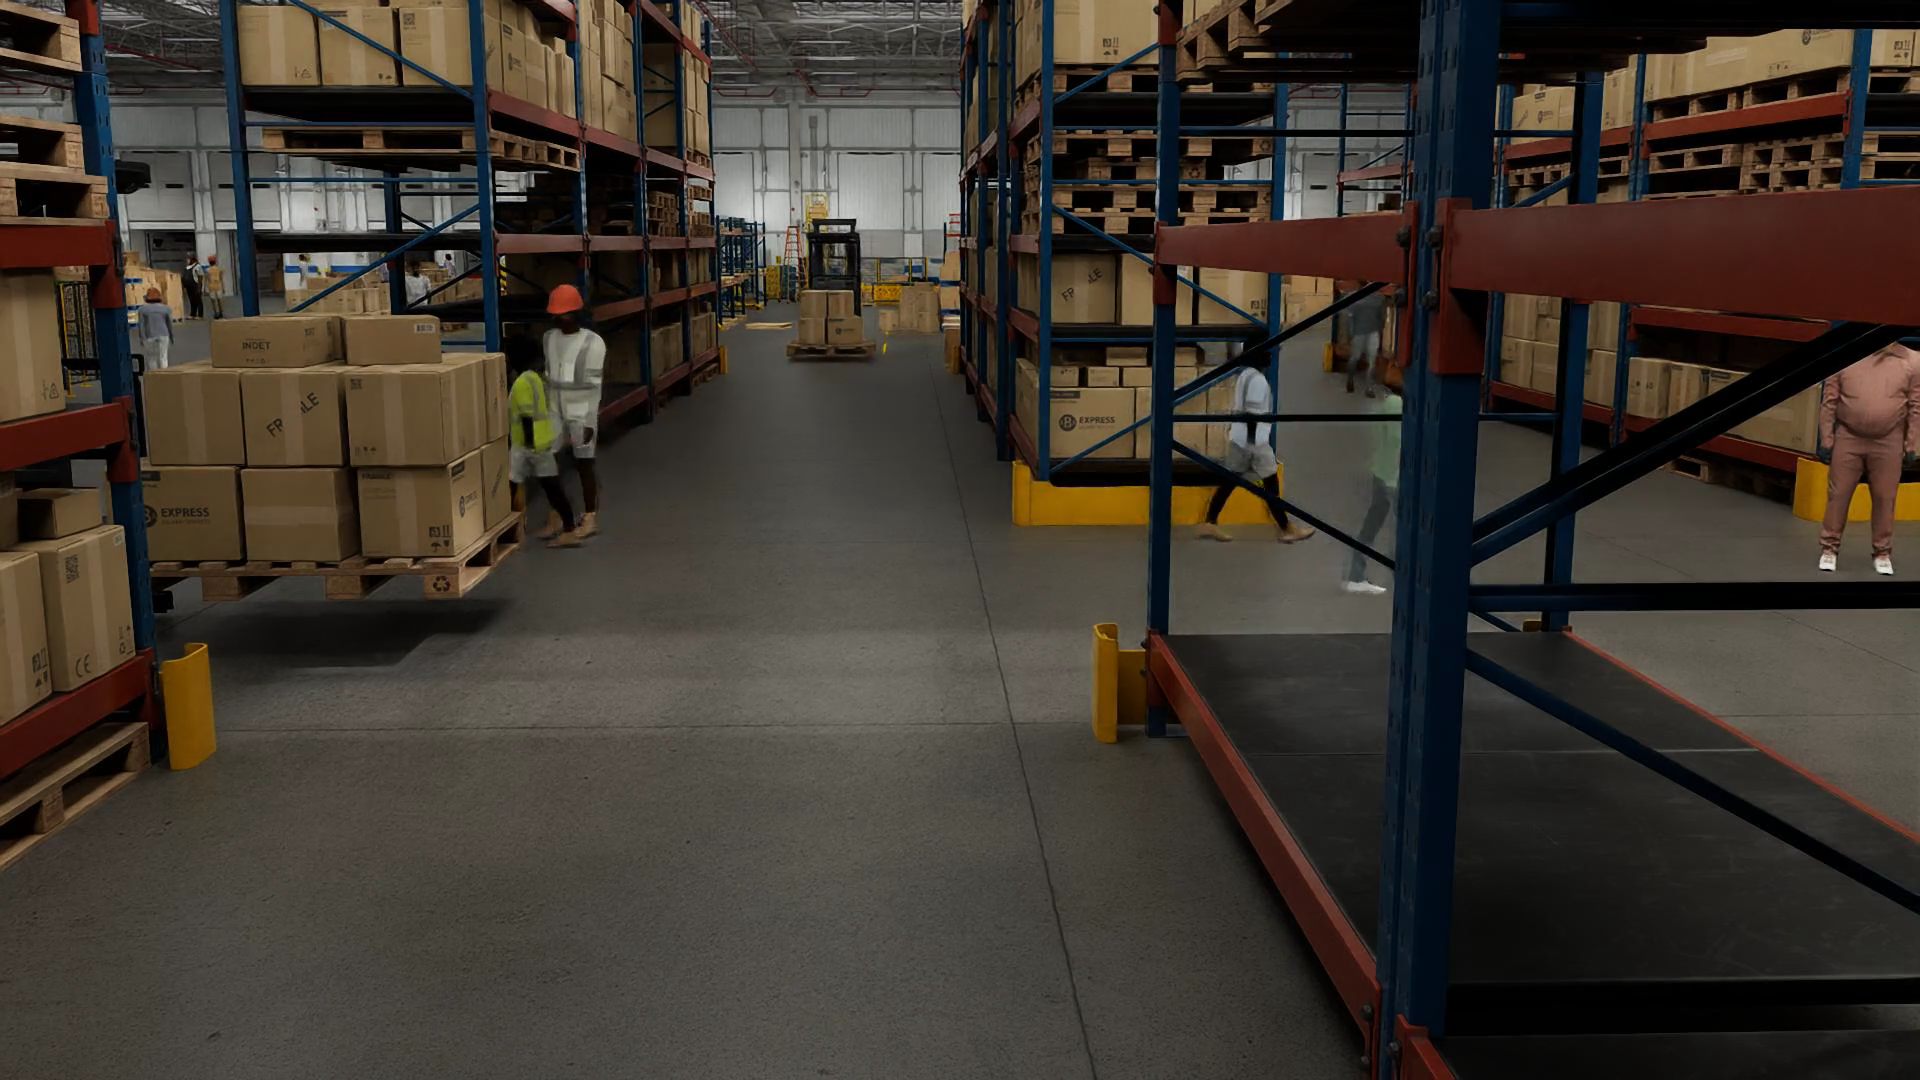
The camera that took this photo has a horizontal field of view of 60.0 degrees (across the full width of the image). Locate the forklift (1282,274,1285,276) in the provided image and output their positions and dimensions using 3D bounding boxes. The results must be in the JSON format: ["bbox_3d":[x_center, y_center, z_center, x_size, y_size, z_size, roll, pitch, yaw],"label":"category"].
[{"bbox_3d":[12.240,-10.302,62.509,1.129,2.768,1.873,0,10,-2],"label":"forklift"}]

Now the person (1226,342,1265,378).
[{"bbox_3d":[3.554,-2.269,20.429,0.579,1.922,0.409,0,10,2],"label":"person"}]

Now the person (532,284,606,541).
[{"bbox_3d":[-3.057,-0.966,12.898,0.626,2.014,0.692,5,11,27],"label":"person"}]

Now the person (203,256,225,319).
[{"bbox_3d":[-22.642,-7.650,50.440,0.546,1.905,0.678,-8,13,-39],"label":"person"}]

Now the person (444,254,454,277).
[{"bbox_3d":[-21.351,-11.040,69.520,0.429,1.844,0.626,-4,11,-23],"label":"person"}]

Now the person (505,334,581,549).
[{"bbox_3d":[-3.315,-0.725,12.575,0.882,1.647,0.542,0,10,-1],"label":"person"}]

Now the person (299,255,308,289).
[{"bbox_3d":[-27.073,-10.865,68.622,0.998,1.820,0.555,4,11,23],"label":"person"}]

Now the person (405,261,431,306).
[{"bbox_3d":[-12.224,-5.313,37.446,0.616,1.908,1.049,-2,10,-13],"label":"person"}]

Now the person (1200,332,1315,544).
[{"bbox_3d":[2.296,-0.781,12.903,0.883,1.647,0.540,-1,10,-4],"label":"person"}]

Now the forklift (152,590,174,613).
[{"bbox_3d":[-5.858,-0.811,9.639,1.873,2.768,1.129,-1,10,-3],"label":"forklift"}]

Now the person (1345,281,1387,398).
[{"bbox_3d":[6.140,-3.139,25.288,0.628,1.920,0.799,0,10,-1],"label":"person"}]

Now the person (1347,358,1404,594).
[{"bbox_3d":[2.967,-0.410,10.959,0.818,1.589,0.526,1,10,6],"label":"person"}]

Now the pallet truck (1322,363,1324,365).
[{"bbox_3d":[7.712,-4.157,30.737,1.885,1.965,0.823,3,11,16],"label":"pallet truck"}]

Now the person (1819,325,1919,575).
[{"bbox_3d":[6.413,-0.694,11.745,0.639,1.897,0.397,5,11,26],"label":"person"}]

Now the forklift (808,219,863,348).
[{"bbox_3d":[-2.654,-5.450,35.480,1.129,2.768,1.873,0,10,-2],"label":"forklift"}]

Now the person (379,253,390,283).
[{"bbox_3d":[-21.532,-9.785,62.327,0.394,1.919,0.581,1,10,4],"label":"person"}]

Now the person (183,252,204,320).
[{"bbox_3d":[-22.994,-7.604,49.820,0.674,2.000,0.535,7,12,33],"label":"person"}]

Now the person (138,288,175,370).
[{"bbox_3d":[-12.957,-3.252,26.843,0.520,1.586,0.859,-5,11,-27],"label":"person"}]
